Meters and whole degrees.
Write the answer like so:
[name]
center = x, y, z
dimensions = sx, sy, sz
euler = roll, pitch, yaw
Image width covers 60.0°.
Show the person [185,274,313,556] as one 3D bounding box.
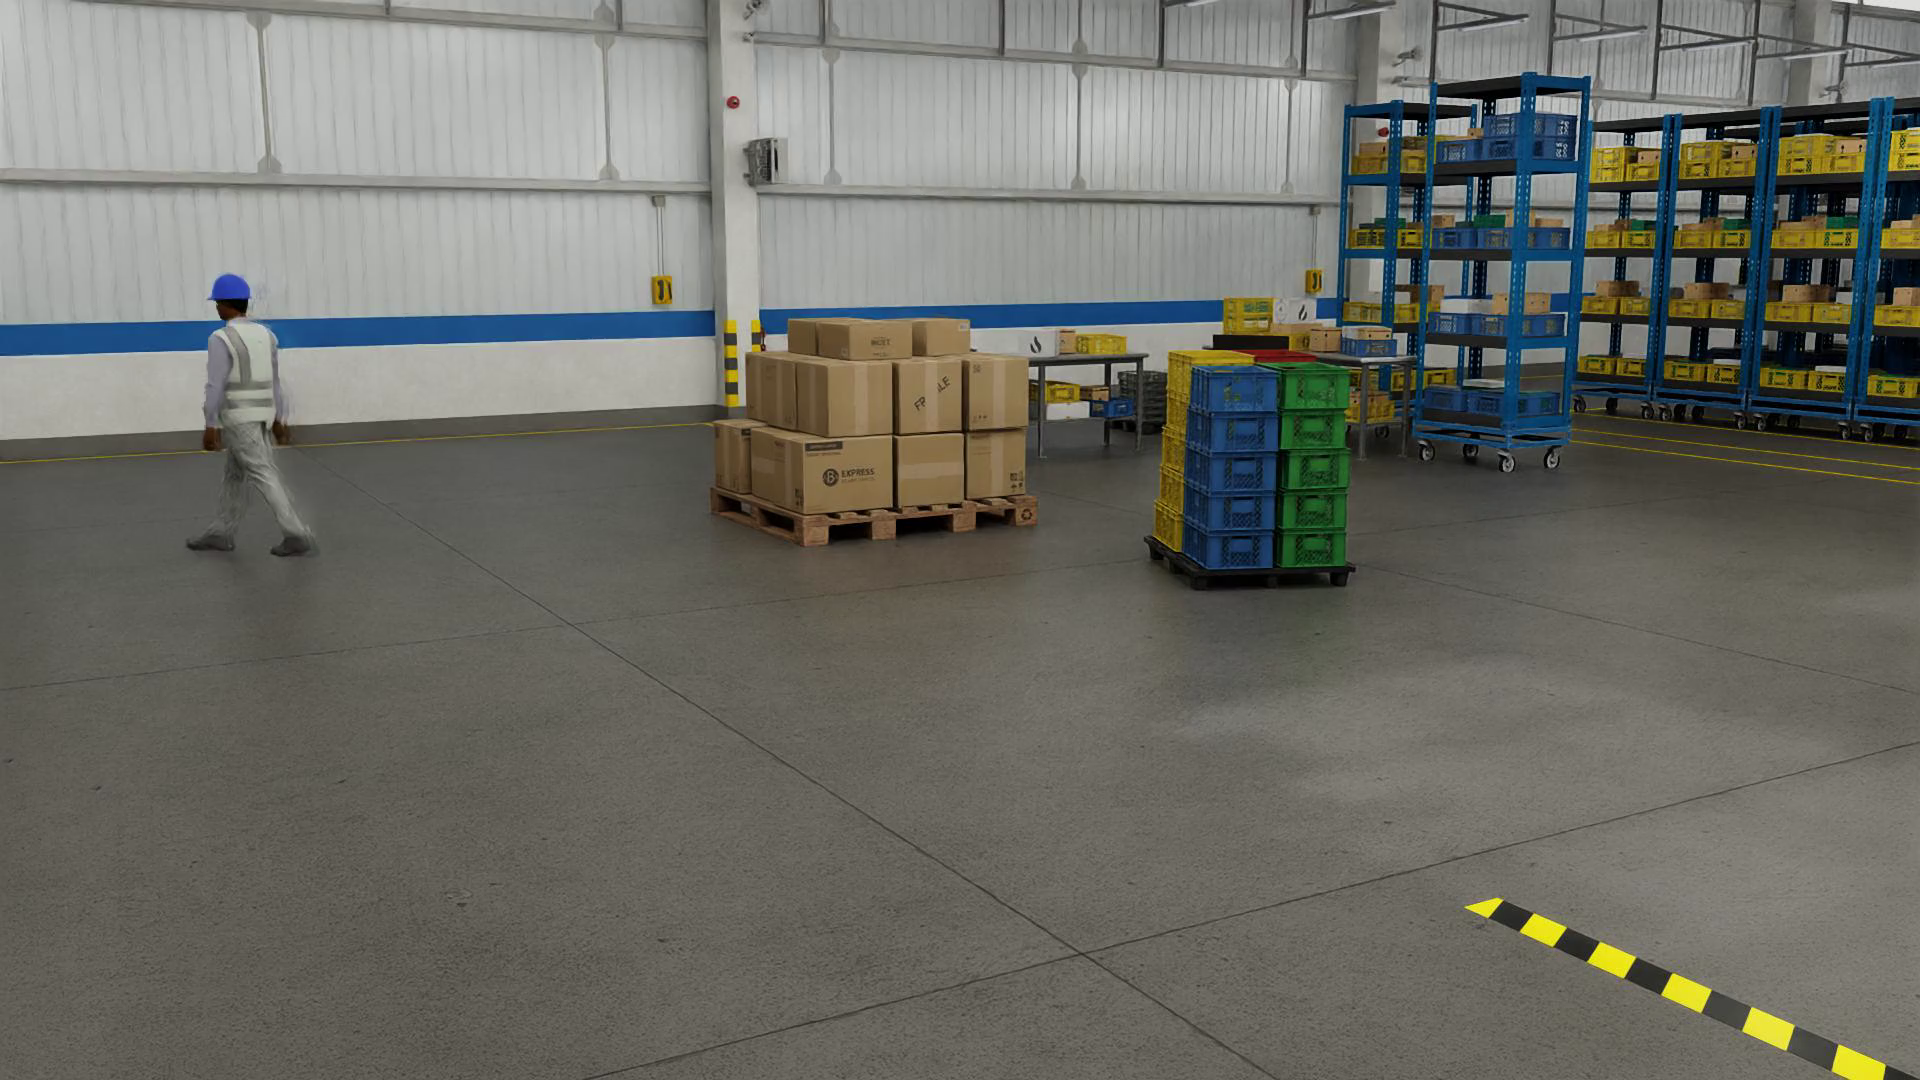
[person]
center = -4.808, -0.827, 11.156
dimensions = 0.984, 1.900, 0.623
euler = 2, 10, 9
